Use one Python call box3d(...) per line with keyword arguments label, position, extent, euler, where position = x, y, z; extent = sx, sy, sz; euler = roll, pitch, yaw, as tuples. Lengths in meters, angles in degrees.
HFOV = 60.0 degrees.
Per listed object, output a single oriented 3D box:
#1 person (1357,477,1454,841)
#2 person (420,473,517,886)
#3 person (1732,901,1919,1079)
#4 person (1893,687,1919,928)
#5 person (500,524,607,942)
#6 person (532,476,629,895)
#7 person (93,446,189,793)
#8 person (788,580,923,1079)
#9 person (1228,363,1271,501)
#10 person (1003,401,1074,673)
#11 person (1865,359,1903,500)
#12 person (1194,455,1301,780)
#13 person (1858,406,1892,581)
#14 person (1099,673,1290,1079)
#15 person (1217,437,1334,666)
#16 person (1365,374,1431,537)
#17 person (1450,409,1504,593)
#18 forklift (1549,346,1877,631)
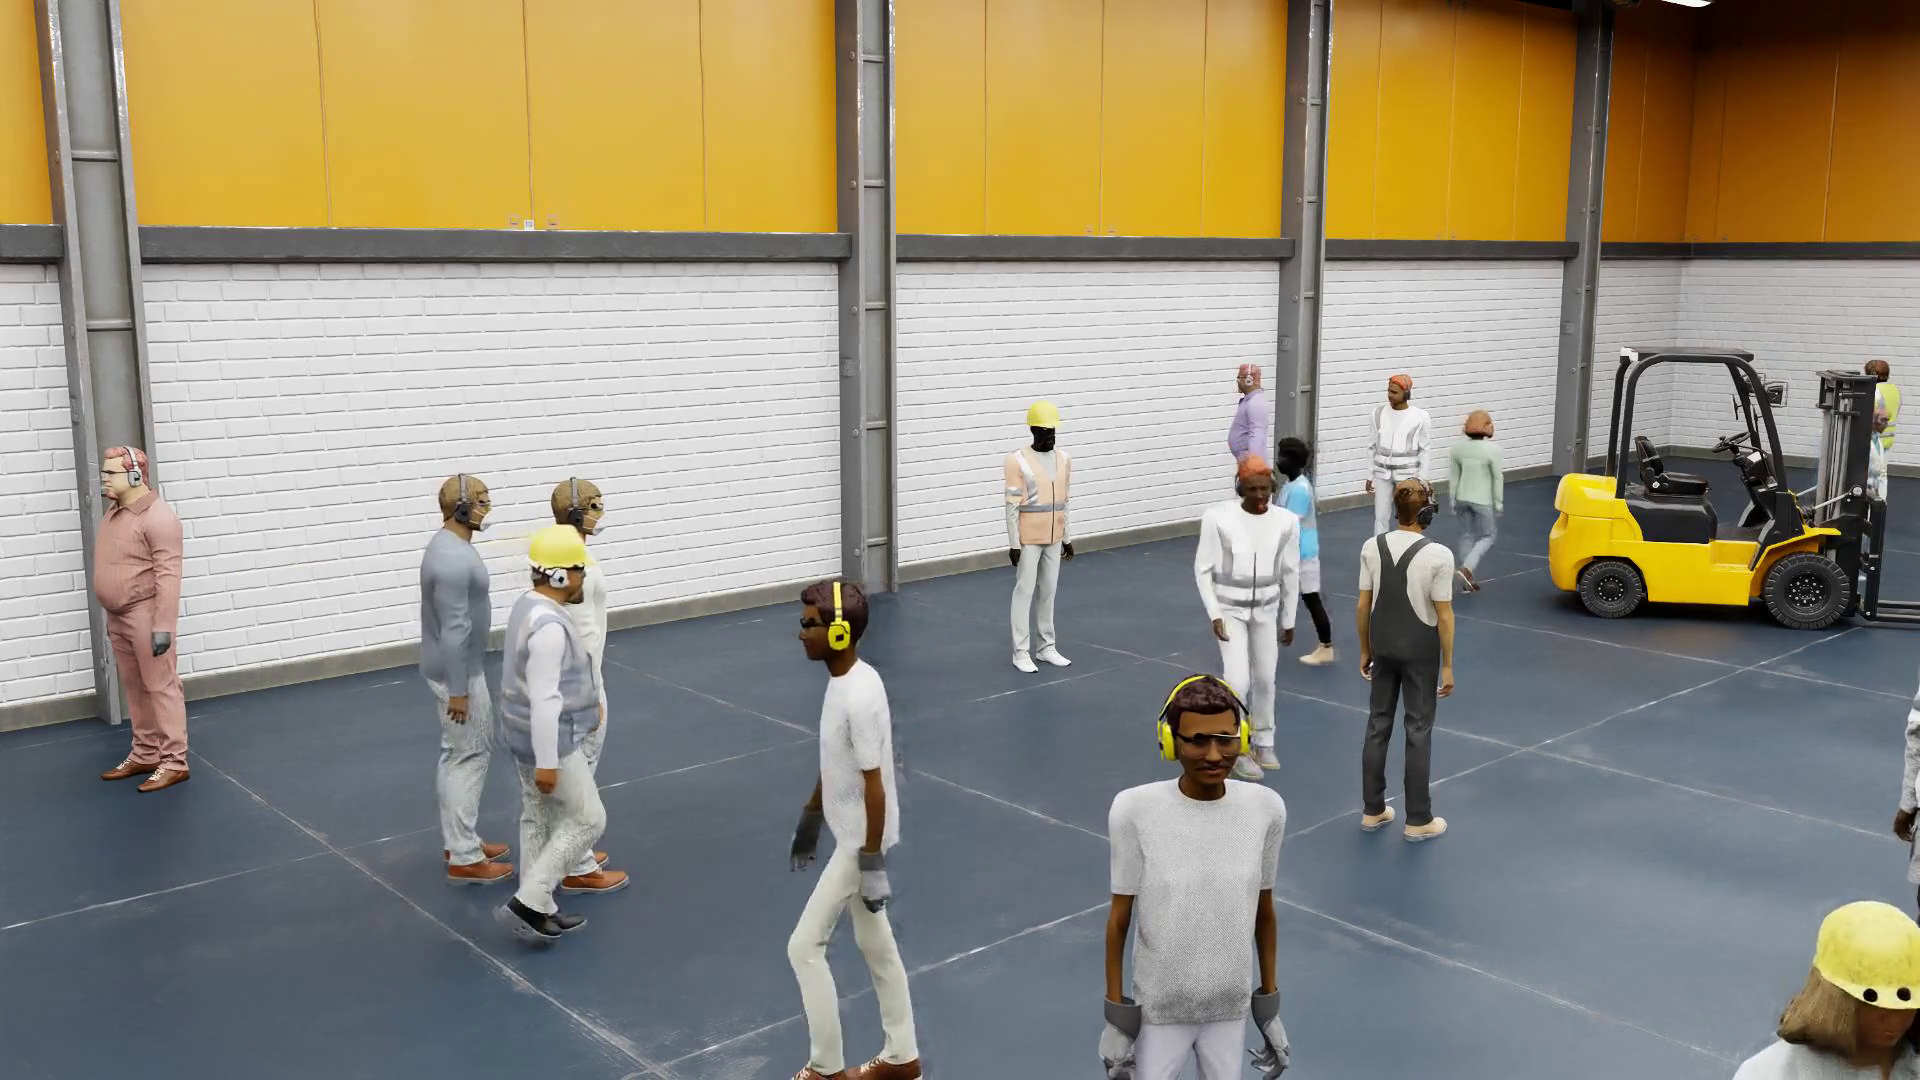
box3d(label="person", position=(2.256, 0.597, 8.415), extent=(0.519, 1.844, 0.331), euler=(9, 13, 42))
box3d(label="person", position=(-2.352, 0.646, 7.884), extent=(0.389, 1.931, 0.644), euler=(-3, 10, -16))
box3d(label="person", position=(1.769, 1.514, 3.413), extent=(0.487, 1.719, 0.757), euler=(0, 10, -2))
box3d(label="person", position=(3.610, 0.975, 5.954), extent=(0.376, 1.932, 0.543), euler=(-4, 11, -23))
box3d(label="person", position=(-1.731, 0.836, 7.097), extent=(0.426, 1.816, 0.609), euler=(-5, 11, -25))
box3d(label="person", position=(-1.793, 0.667, 7.733), extent=(0.356, 1.938, 0.633), euler=(-5, 11, -26))
box3d(label="person", position=(-4.557, 0.431, 9.211), extent=(0.641, 1.909, 0.409), euler=(7, 12, 36))
box3d(label="person", position=(-0.452, 1.049, 5.759), extent=(0.696, 1.851, 0.506), euler=(-1, 10, -3))
box3d(label="person", position=(2.808, -0.766, 16.216), extent=(0.403, 1.906, 0.652), euler=(2, 10, 11))
box3d(label="person", position=(0.575, -0.030, 11.844), extent=(0.587, 1.928, 0.363), euler=(-8, 12, -39))
box3d(label="person", position=(9.797, -1.019, 17.894), extent=(0.627, 1.844, 0.429), euler=(-6, 11, -32))
box3d(label="person", position=(1.618, 0.431, 9.403), extent=(0.612, 1.847, 0.560), euler=(-2, 10, -9))
box3d(label="person", position=(8.038, -0.401, 14.952), extent=(0.656, 1.605, 0.384), euler=(-7, 12, -36))
box3d(label="person", position=(0.627, 1.265, 4.431), extent=(0.519, 1.874, 0.327), euler=(-2, 10, -10))
box3d(label="person", position=(2.313, 0.090, 11.923), extent=(0.856, 1.646, 0.556), euler=(1, 10, 3))
box3d(label="person", position=(3.970, -0.571, 15.140), extent=(0.572, 1.885, 0.358), euler=(7, 12, 34))
box3d(label="person", position=(4.449, -0.321, 14.428), extent=(0.448, 1.622, 0.504), euler=(-8, 13, -40))
box3d(label="forklift", position=(6.109, -0.478, 13.691), extent=(2.313, 2.155, 1.214), euler=(3, 10, 16))
